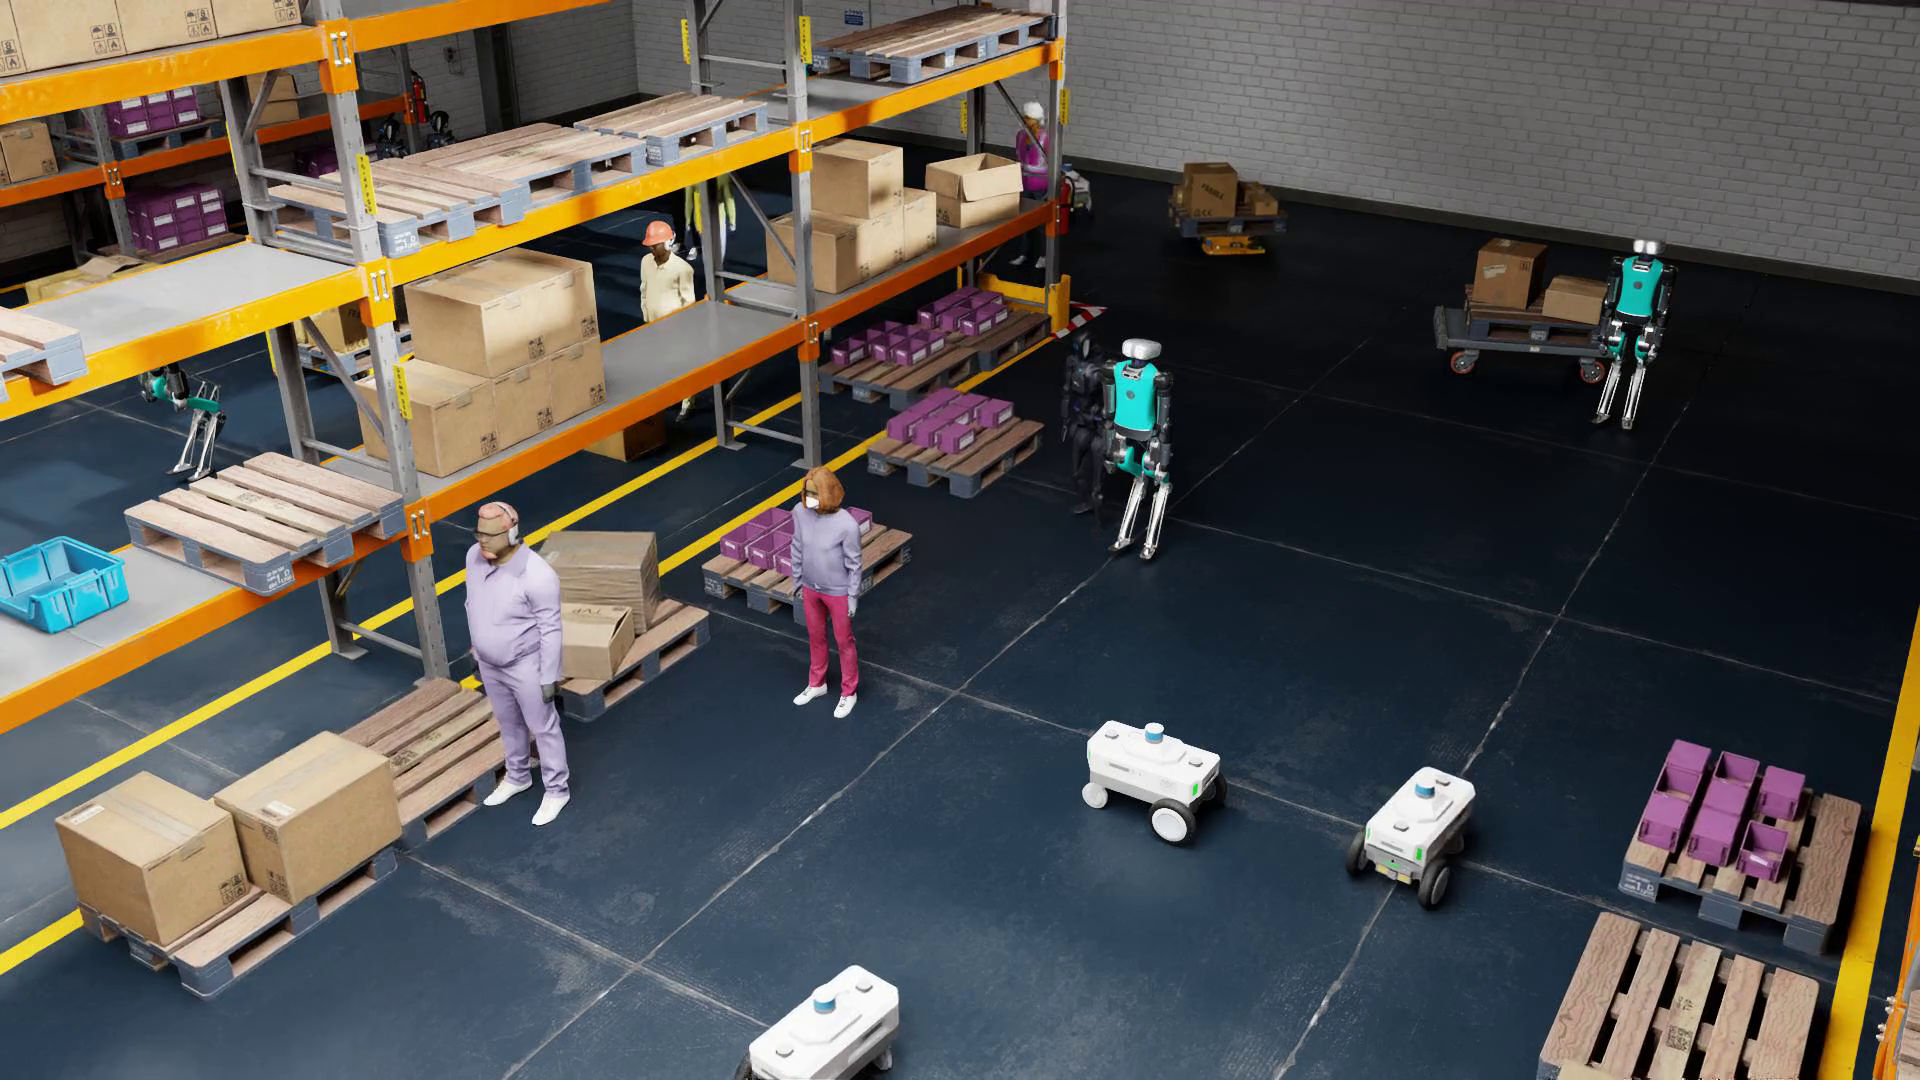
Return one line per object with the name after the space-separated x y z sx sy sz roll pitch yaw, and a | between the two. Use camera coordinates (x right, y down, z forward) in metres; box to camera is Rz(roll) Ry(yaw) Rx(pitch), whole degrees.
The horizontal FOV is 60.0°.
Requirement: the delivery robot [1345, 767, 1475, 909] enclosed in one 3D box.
2.414 1.554 8.842 0.520 0.614 0.786 20 33 34 | delivery robot

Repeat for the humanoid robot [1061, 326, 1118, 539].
1.004 -0.820 12.269 0.476 1.644 0.612 -20 33 -34 | humanoid robot

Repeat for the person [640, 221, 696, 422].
-2.514 -1.879 14.259 0.568 1.750 0.328 16 31 28 | person

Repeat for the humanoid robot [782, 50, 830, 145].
-1.877 -5.471 21.209 0.533 1.677 0.735 16 31 28 | humanoid robot

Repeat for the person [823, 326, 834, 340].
-1.311 -2.794 16.101 0.593 1.718 0.691 5 27 10 | person

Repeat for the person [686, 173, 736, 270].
-2.603 -3.317 17.260 0.535 1.598 0.697 4 27 7 | person

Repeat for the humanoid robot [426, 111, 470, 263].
-5.603 -3.887 18.286 0.599 1.657 0.315 16 31 28 | humanoid robot

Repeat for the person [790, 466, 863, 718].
-0.814 0.307 10.083 0.503 1.632 0.282 16 31 28 | person

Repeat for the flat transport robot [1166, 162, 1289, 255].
3.043 -3.587 19.265 0.659 0.231 1.431 -2 27 -4 | flat transport robot

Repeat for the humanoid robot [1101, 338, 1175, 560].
1.334 -0.695 11.797 0.533 1.677 0.735 16 31 28 | humanoid robot

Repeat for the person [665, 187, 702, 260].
-3.089 -4.011 18.452 0.762 1.759 0.417 16 31 28 | person

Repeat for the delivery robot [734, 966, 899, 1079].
-0.627 2.276 7.419 0.520 0.614 0.786 20 33 34 | delivery robot

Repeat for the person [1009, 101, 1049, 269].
0.801 -3.843 18.060 0.514 1.832 0.469 18 32 32 | person

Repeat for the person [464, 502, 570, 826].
-2.442 0.665 9.074 0.646 1.913 0.412 16 31 28 | person

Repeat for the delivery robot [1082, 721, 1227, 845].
1.076 1.290 9.309 0.739 0.566 0.499 16 31 28 | delivery robot

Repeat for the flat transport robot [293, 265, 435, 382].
-5.636 -1.701 15.551 1.431 0.231 0.659 16 31 28 | flat transport robot

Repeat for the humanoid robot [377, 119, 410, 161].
-6.011 -3.707 17.930 0.599 1.657 0.315 16 31 28 | humanoid robot

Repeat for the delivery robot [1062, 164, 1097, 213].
1.323 -4.282 20.340 0.499 0.613 0.817 -9 28 -17 | delivery robot

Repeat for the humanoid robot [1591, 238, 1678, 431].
5.653 -1.765 13.906 0.533 1.677 0.735 16 31 28 | humanoid robot

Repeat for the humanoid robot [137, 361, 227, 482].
-6.080 -1.297 12.984 0.533 1.677 0.735 16 31 28 | humanoid robot
